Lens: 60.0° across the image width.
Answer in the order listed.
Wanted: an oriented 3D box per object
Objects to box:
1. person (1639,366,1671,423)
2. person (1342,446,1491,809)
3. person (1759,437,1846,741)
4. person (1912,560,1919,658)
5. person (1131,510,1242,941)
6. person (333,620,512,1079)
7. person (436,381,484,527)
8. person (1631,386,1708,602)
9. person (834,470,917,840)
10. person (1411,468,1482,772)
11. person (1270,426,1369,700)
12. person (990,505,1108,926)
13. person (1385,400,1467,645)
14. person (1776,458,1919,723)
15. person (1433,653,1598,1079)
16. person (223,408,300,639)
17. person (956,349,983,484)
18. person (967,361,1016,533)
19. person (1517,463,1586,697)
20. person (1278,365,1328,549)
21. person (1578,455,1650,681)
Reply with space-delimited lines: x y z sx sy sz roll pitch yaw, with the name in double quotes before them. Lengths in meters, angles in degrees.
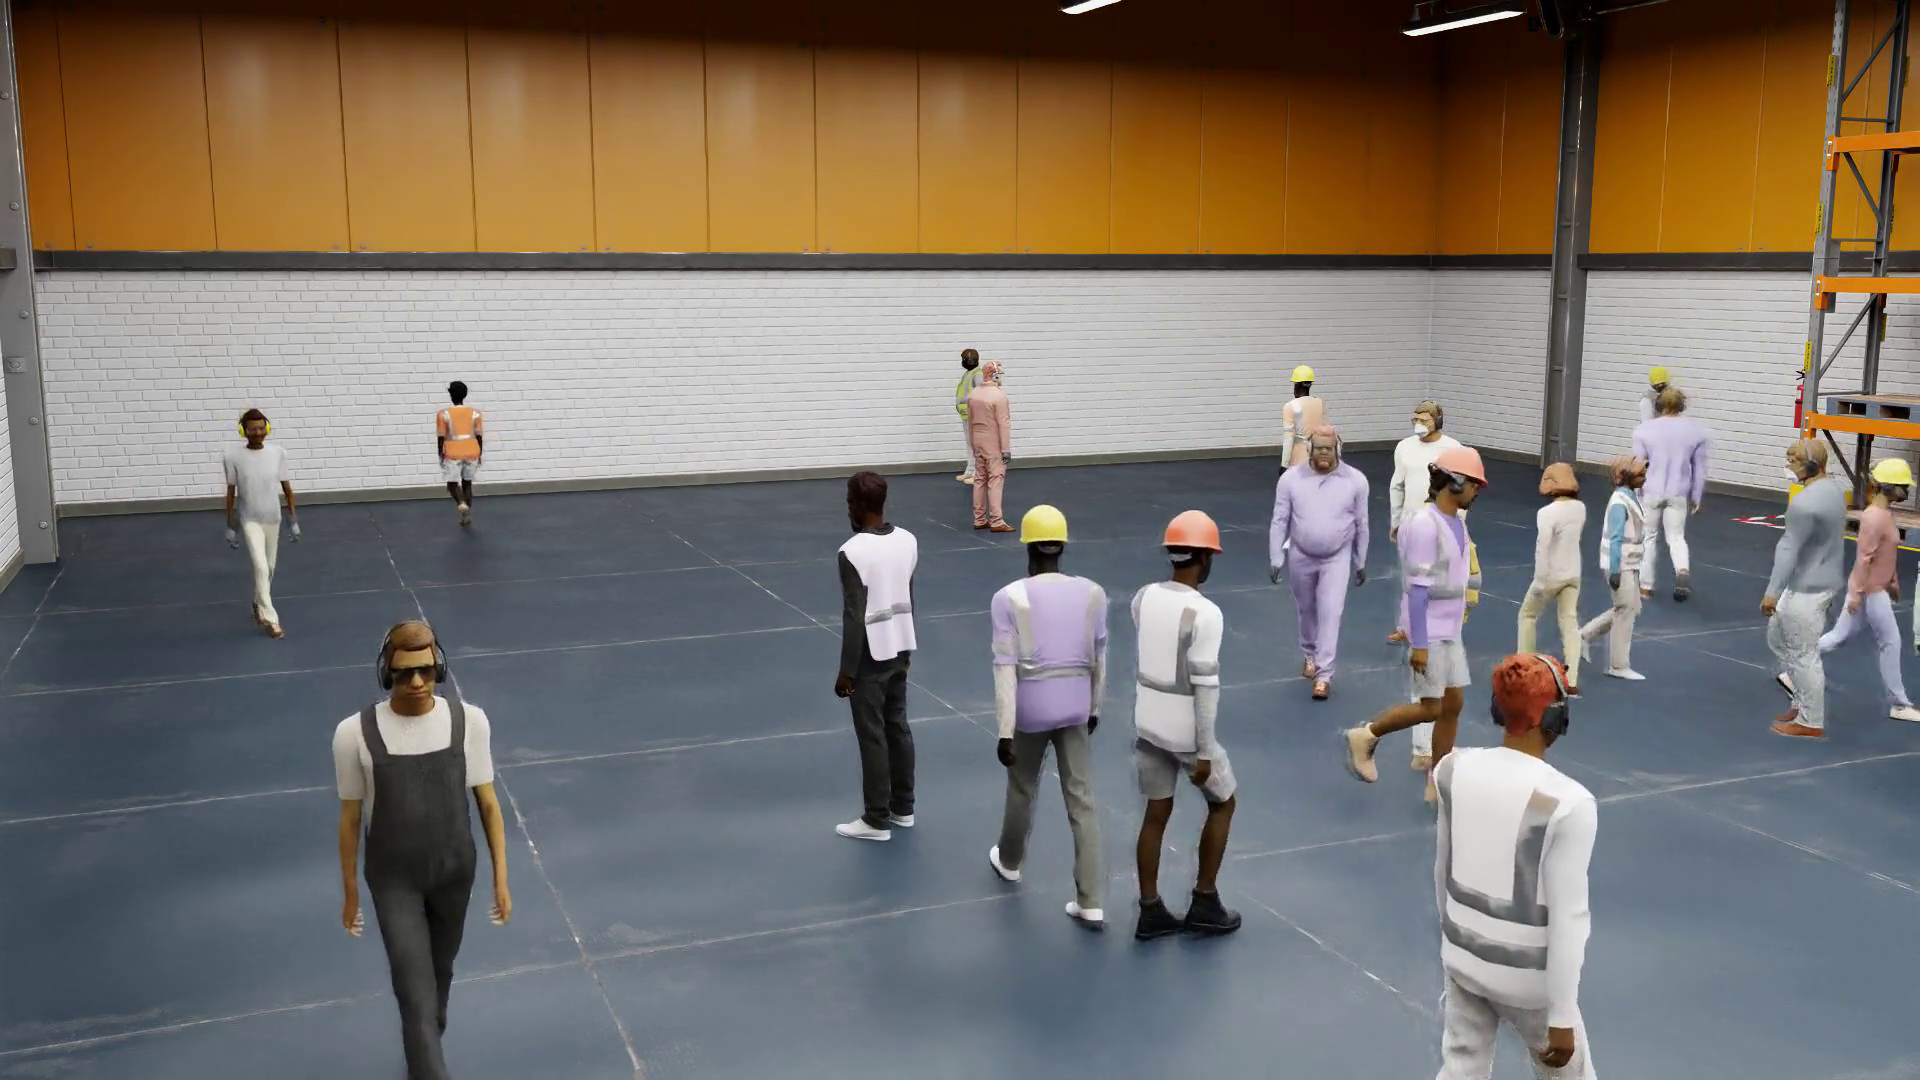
"person" 8.379 -1.195 19.899 0.710 1.785 0.407 -7 12 -38
"person" 2.522 0.479 9.069 0.698 2.000 0.627 8 12 40
"person" 5.245 0.309 10.385 0.493 1.912 0.625 7 12 38
"person" 5.703 0.596 9.518 0.453 1.604 0.517 -9 13 -44
"person" 1.018 0.817 7.323 0.636 1.903 0.537 -7 12 -38
"person" -1.827 1.143 5.667 0.525 1.801 0.957 -6 11 -31
"person" -5.583 -0.944 18.681 0.532 1.681 0.609 -6 11 -32
"person" 6.204 -0.385 14.578 0.635 1.921 0.738 1 9 8
"person" -0.424 0.596 8.611 0.367 1.914 0.597 6 11 31
"person" 2.839 0.438 9.804 0.429 1.839 0.621 3 10 18
"person" 2.507 0.125 11.652 0.662 1.858 0.989 3 10 18
"person" 0.423 0.780 7.672 0.612 1.864 0.981 -3 10 -18
"person" 3.603 -0.115 12.850 0.635 1.937 0.354 9 13 44
"person" 5.938 0.303 10.972 0.934 1.722 0.538 6 11 31
"person" 1.647 1.239 4.855 0.740 1.856 0.598 -6 11 -30
"person" -5.675 -0.167 13.492 0.529 1.836 0.941 -8 12 -38
"person" 0.156 -1.688 22.692 0.430 1.839 0.619 -3 10 -15
"person" 0.364 -1.040 18.549 0.403 1.911 0.637 -7 12 -35
"person" 4.078 0.264 11.568 0.506 1.607 0.694 -5 11 -29
"person" 3.564 -0.855 17.367 0.593 1.926 0.366 -6 11 -34
"person" 4.696 0.191 11.927 0.462 1.622 0.521 5 11 28
